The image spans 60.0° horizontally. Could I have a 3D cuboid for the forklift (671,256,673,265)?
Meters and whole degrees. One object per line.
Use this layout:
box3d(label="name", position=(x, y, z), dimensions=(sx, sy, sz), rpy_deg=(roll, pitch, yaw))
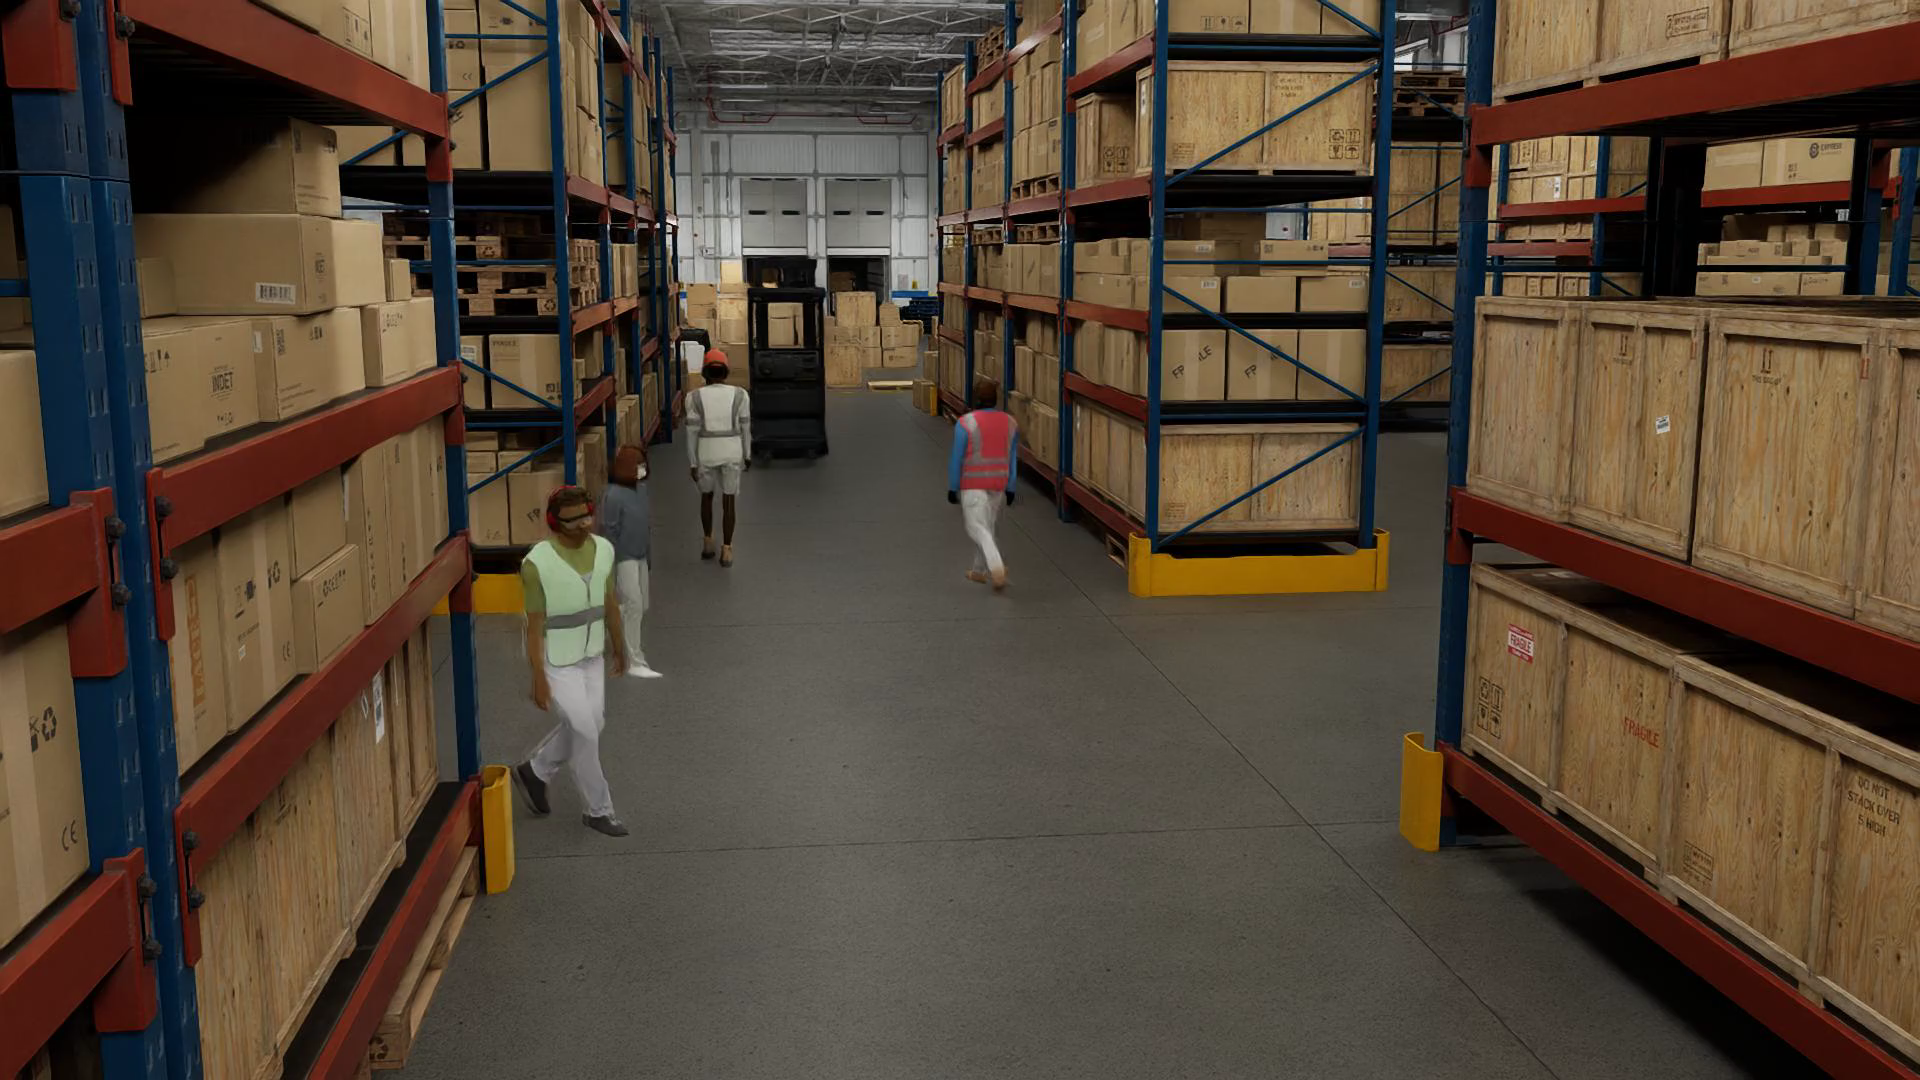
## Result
box3d(label="forklift", position=(-11.044, -9.144, 61.803), dimensions=(1.129, 2.768, 1.873), rpy_deg=(-1, 10, -7))

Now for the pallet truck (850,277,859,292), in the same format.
box3d(label="pallet truck", position=(-3.782, -9.391, 65.808), dimensions=(1.885, 1.965, 0.823), rpy_deg=(2, 10, 10))

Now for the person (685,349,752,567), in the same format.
box3d(label="person", position=(-2.267, -0.786, 15.661), dimensions=(0.620, 2.005, 0.850), rpy_deg=(-2, 10, -10))

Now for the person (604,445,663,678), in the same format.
box3d(label="person", position=(-2.337, 0.138, 11.465), dimensions=(0.607, 1.618, 0.505), rpy_deg=(4, 10, 20))

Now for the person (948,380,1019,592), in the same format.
box3d(label="person", position=(0.238, -0.471, 14.401), dimensions=(0.621, 1.818, 0.822), rpy_deg=(-6, 11, -31))

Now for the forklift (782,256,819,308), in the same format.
box3d(label="forklift", position=(-5.849, -8.759, 59.557), dimensions=(1.129, 2.768, 1.873), rpy_deg=(-6, 12, -33))

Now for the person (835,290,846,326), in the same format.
box3d(label="person", position=(-3.153, -5.872, 45.587), dimensions=(0.590, 1.914, 0.400), rpy_deg=(-4, 10, -21))

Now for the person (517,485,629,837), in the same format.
box3d(label="person", position=(-2.003, 0.589, 8.303), dimensions=(0.716, 1.796, 0.660), rpy_deg=(7, 12, 34))

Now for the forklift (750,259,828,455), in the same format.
box3d(label="forklift", position=(-2.555, -2.728, 24.447), dimensions=(1.129, 2.768, 1.873), rpy_deg=(-1, 10, -7))
